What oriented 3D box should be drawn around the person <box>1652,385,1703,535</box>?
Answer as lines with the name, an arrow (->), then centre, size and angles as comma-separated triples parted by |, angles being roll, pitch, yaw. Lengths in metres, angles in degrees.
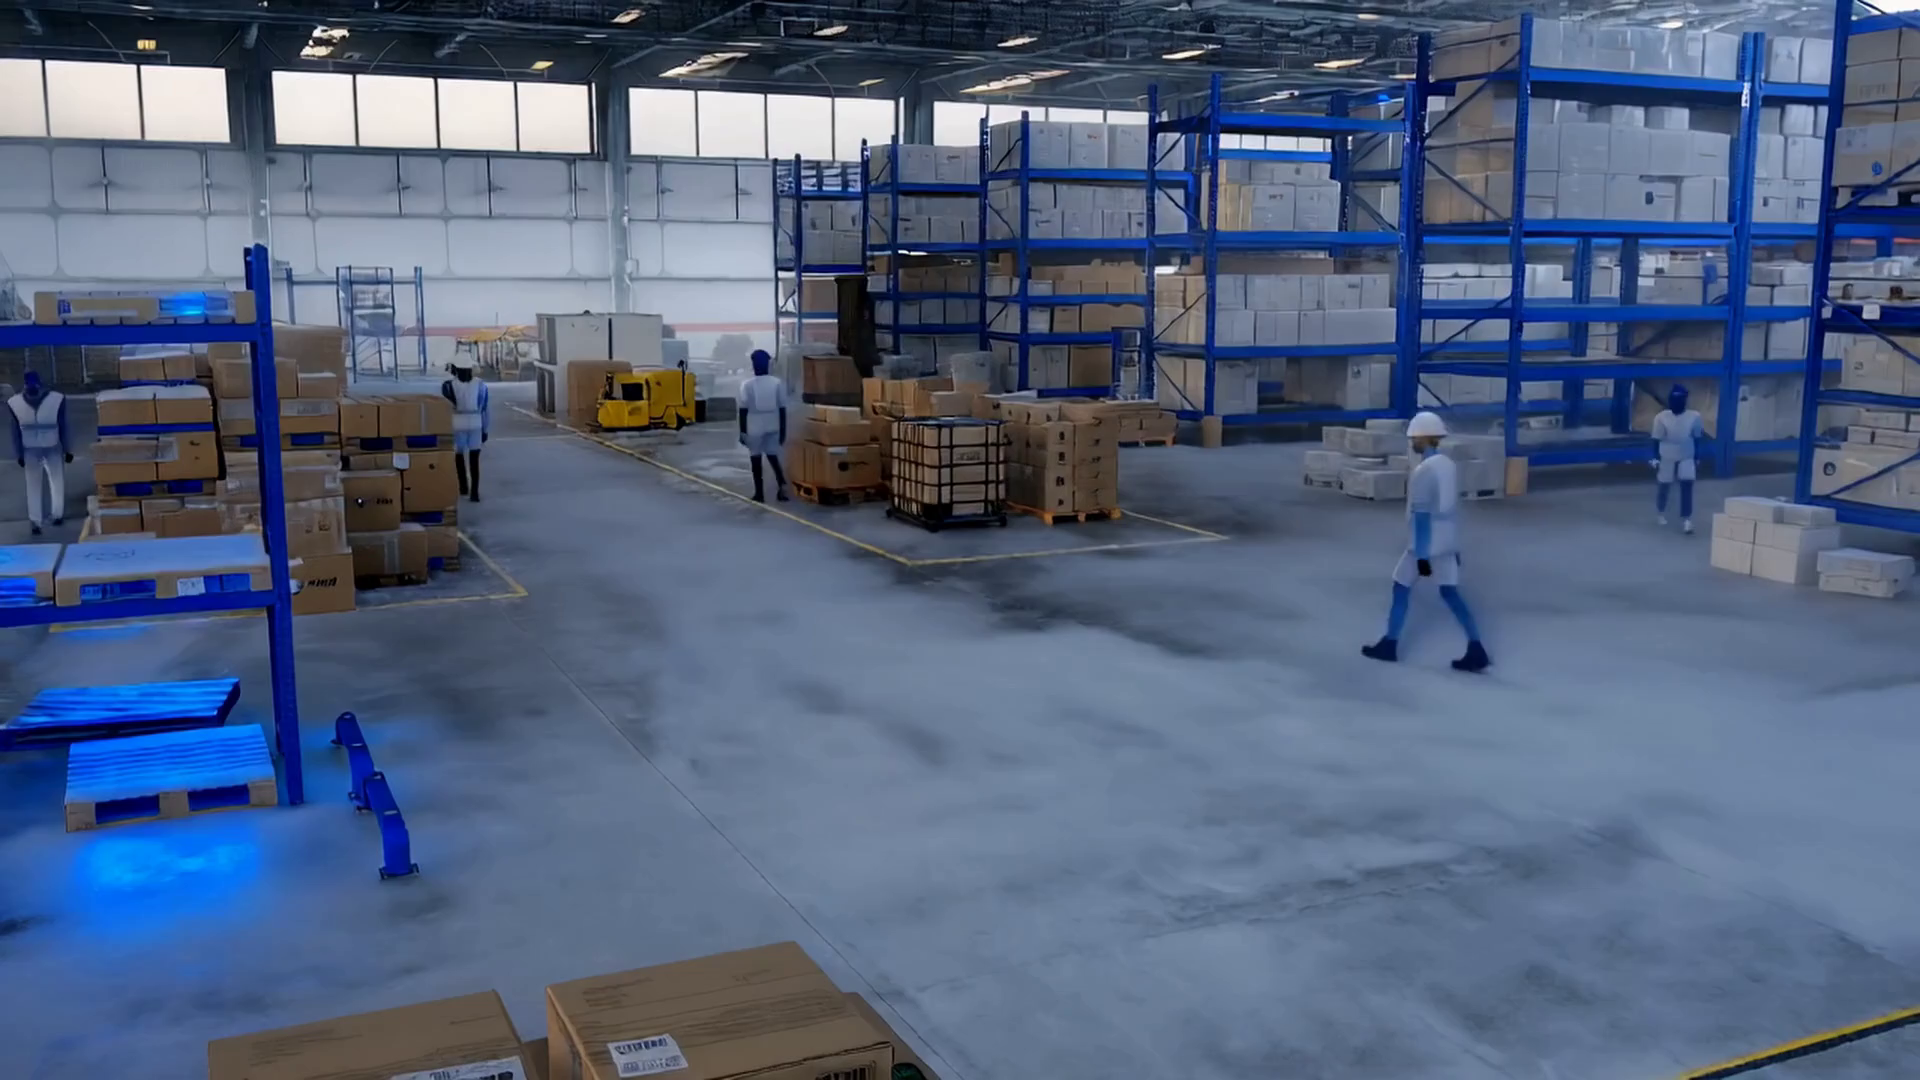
person -> 8.009, -0.919, 18.608 | 0.535, 1.647, 0.872 | 2, 9, 10

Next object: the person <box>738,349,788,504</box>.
person -> -2.417, -1.389, 20.590 | 0.613, 1.946, 0.572 | -5, 11, -30

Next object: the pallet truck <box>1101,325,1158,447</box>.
pallet truck -> 2.881, -2.596, 27.923 | 0.823, 1.965, 1.885 | -1, 9, -7

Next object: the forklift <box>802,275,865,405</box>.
forklift -> -2.371, -4.294, 35.727 | 1.873, 2.768, 1.129 | -4, 10, -25

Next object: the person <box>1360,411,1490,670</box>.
person -> 3.451, 0.008, 12.119 | 0.550, 1.898, 0.974 | -8, 12, -42

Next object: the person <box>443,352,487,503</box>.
person -> -6.275, -1.452, 21.135 | 0.542, 1.900, 0.924 | -3, 10, -19

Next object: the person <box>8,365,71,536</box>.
person -> -10.265, -1.025, 18.603 | 0.595, 1.873, 1.011 | -4, 10, -24
